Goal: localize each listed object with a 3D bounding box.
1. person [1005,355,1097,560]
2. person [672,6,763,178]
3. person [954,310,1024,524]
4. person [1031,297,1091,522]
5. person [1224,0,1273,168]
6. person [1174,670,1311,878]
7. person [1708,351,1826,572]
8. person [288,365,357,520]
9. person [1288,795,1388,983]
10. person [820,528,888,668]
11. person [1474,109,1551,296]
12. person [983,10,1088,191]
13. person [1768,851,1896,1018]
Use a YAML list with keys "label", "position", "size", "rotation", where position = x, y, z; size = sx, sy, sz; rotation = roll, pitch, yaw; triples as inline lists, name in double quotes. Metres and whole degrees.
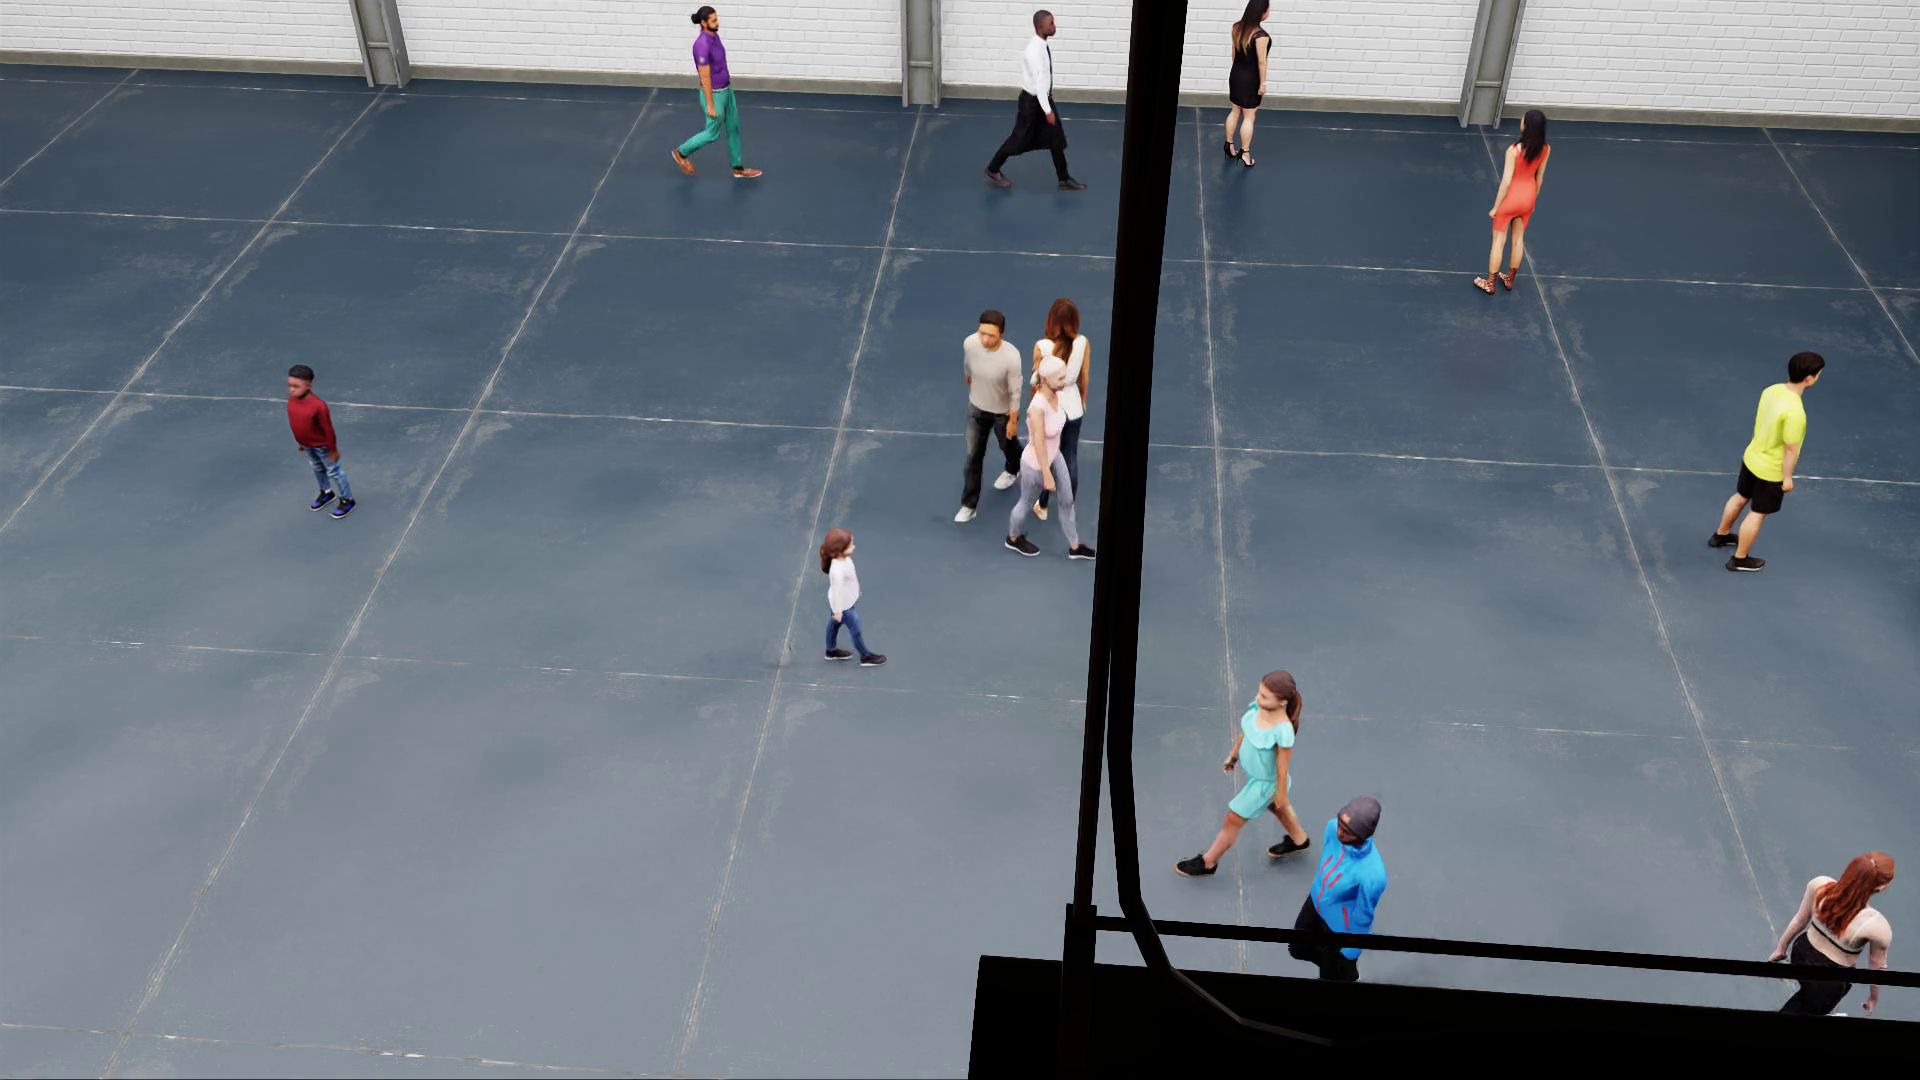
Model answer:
- label: "person"
  position: [0.490, -0.573, 11.576]
  size: [1.047, 1.699, 0.816]
  rotation: [18, 42, 21]
- label: "person"
  position: [-2.479, -4.350, 16.271]
  size: [1.141, 1.742, 0.716]
  rotation: [7, 39, 9]
- label: "person"
  position: [0.282, -1.010, 12.086]
  size: [1.198, 1.743, 1.032]
  rotation: [19, 42, 22]
- label: "person"
  position: [0.707, -0.909, 11.930]
  size: [0.559, 1.781, 0.698]
  rotation: [-9, 39, -11]
- label: "person"
  position: [2.862, -4.581, 16.579]
  size: [0.802, 1.716, 0.768]
  rotation: [-21, 43, -24]
- label: "person"
  position: [1.778, 1.310, 9.363]
  size: [1.124, 1.517, 0.745]
  rotation: [-7, 39, -8]
- label: "person"
  position: [5.596, -0.556, 11.550]
  size: [0.573, 1.703, 0.650]
  rotation: [-2, 39, -2]
- label: "person"
  position: [-4.690, -0.741, 12.143]
  size: [0.529, 1.252, 0.630]
  rotation: [19, 43, 23]
- label: "person"
  position: [1.997, 1.887, 8.427]
  size: [0.848, 1.783, 0.782]
  rotation: [-14, 41, -17]
- label: "person"
  position: [-0.824, 0.373, 10.871]
  size: [0.651, 1.098, 0.486]
  rotation: [0, 39, 0]
- label: "person"
  position: [4.855, -2.951, 14.537]
  size: [0.586, 1.719, 0.722]
  rotation: [-11, 40, -14]
- label: "person"
  position: [0.629, -4.174, 16.016]
  size: [1.323, 1.783, 0.812]
  rotation: [10, 40, 12]
- label: "person"
  position: [4.112, 2.185, 8.129]
  size: [1.262, 1.689, 1.019]
  rotation: [-16, 41, -19]
